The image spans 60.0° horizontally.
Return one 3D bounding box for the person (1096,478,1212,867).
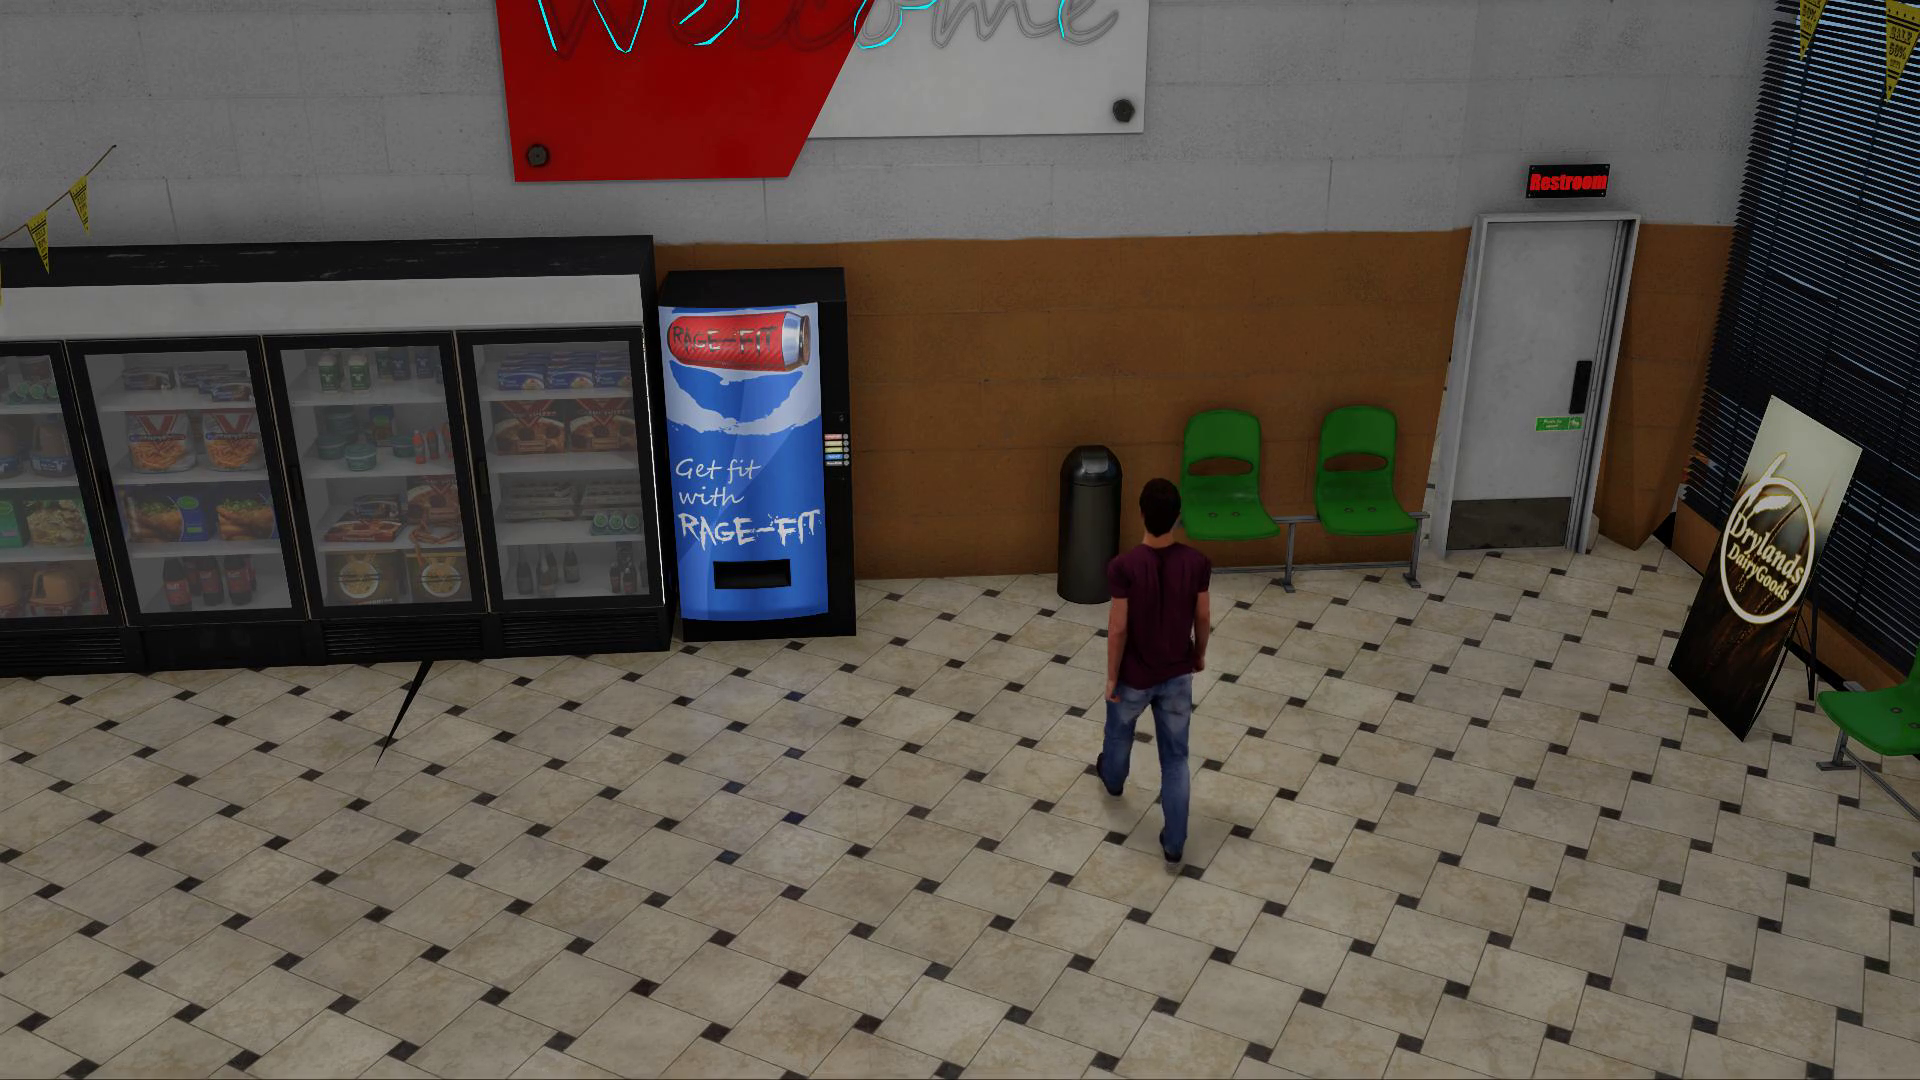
[{"bbox_3d":[0.928,0.648,7.699,0.660,1.804,1.101,-2,24,-5],"label":"person"}]
